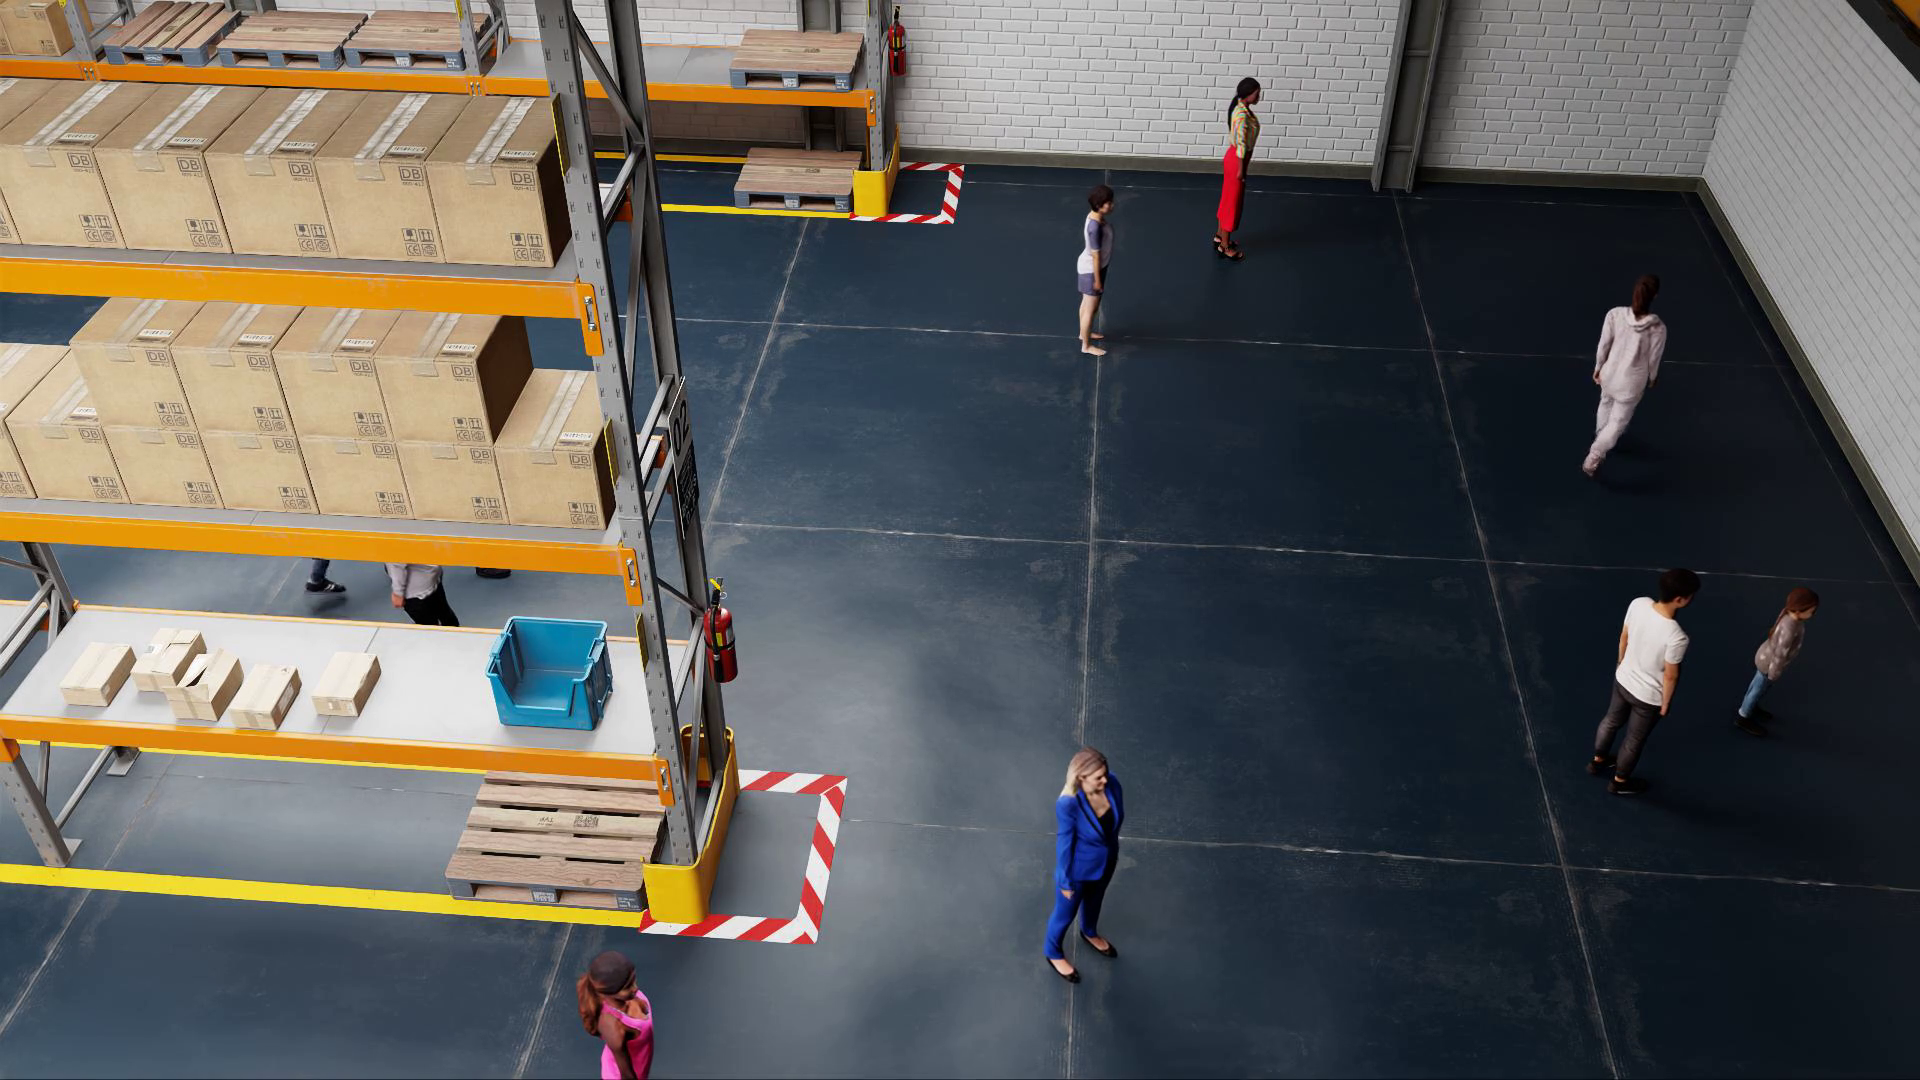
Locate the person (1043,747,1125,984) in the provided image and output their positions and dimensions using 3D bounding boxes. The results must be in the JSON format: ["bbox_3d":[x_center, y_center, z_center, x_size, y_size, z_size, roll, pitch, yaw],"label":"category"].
[{"bbox_3d":[0.678,1.774,9.247,0.702,1.698,0.756,-28,47,-31],"label":"person"}]

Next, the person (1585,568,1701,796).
[{"bbox_3d":[4.250,0.874,10.358,0.682,1.718,0.701,-13,40,-15],"label":"person"}]

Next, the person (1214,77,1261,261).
[{"bbox_3d":[2.627,-3.540,15.825,0.543,1.792,0.620,0,39,0],"label":"person"}]

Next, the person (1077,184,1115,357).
[{"bbox_3d":[1.172,-2.387,14.563,0.526,1.566,0.565,2,39,2],"label":"person"}]

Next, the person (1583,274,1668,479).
[{"bbox_3d":[5.190,-1.261,13.076,1.087,1.661,1.068,-32,48,-33],"label":"person"}]

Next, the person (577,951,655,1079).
[{"bbox_3d":[-1.641,2.616,8.171,0.618,1.725,0.615,-6,39,-7],"label":"person"}]

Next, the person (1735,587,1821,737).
[{"bbox_3d":[5.344,0.763,10.916,0.558,1.194,0.535,19,42,22],"label":"person"}]
